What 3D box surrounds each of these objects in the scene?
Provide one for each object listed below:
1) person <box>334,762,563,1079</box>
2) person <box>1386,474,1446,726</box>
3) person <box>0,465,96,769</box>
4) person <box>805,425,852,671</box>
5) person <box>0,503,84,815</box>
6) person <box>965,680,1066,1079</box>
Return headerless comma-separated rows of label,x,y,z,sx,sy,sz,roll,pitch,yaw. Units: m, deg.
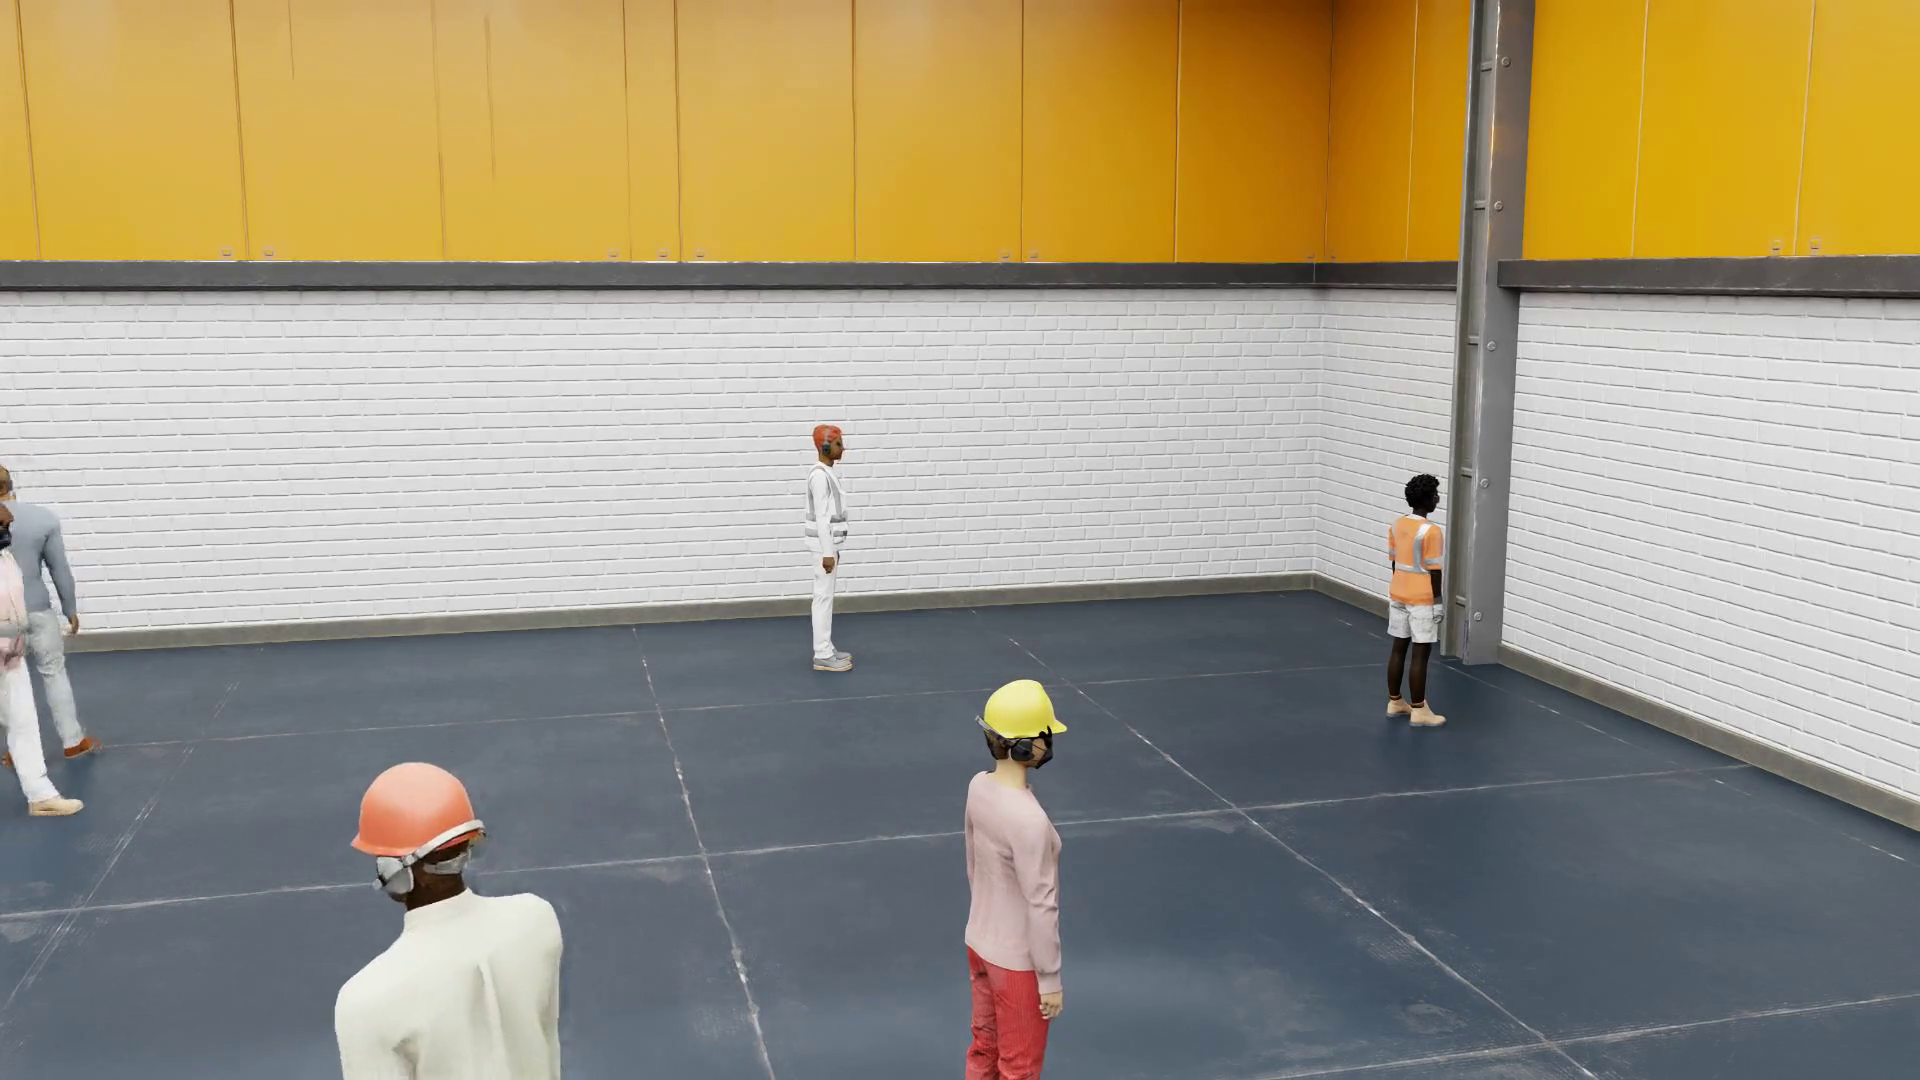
person,-1.050,1.468,3.717,0.847,1.963,0.609,7,12,38
person,3.078,0.400,11.198,0.318,1.697,0.535,-3,10,-20
person,-5.756,0.466,10.161,0.723,1.920,0.358,-6,11,-32
person,-1.010,0.057,12.768,0.355,1.881,0.576,0,9,-2
person,-5.469,0.672,9.251,0.981,1.783,0.655,1,9,8
person,0.182,1.311,5.293,0.308,1.769,0.525,-4,10,-23
